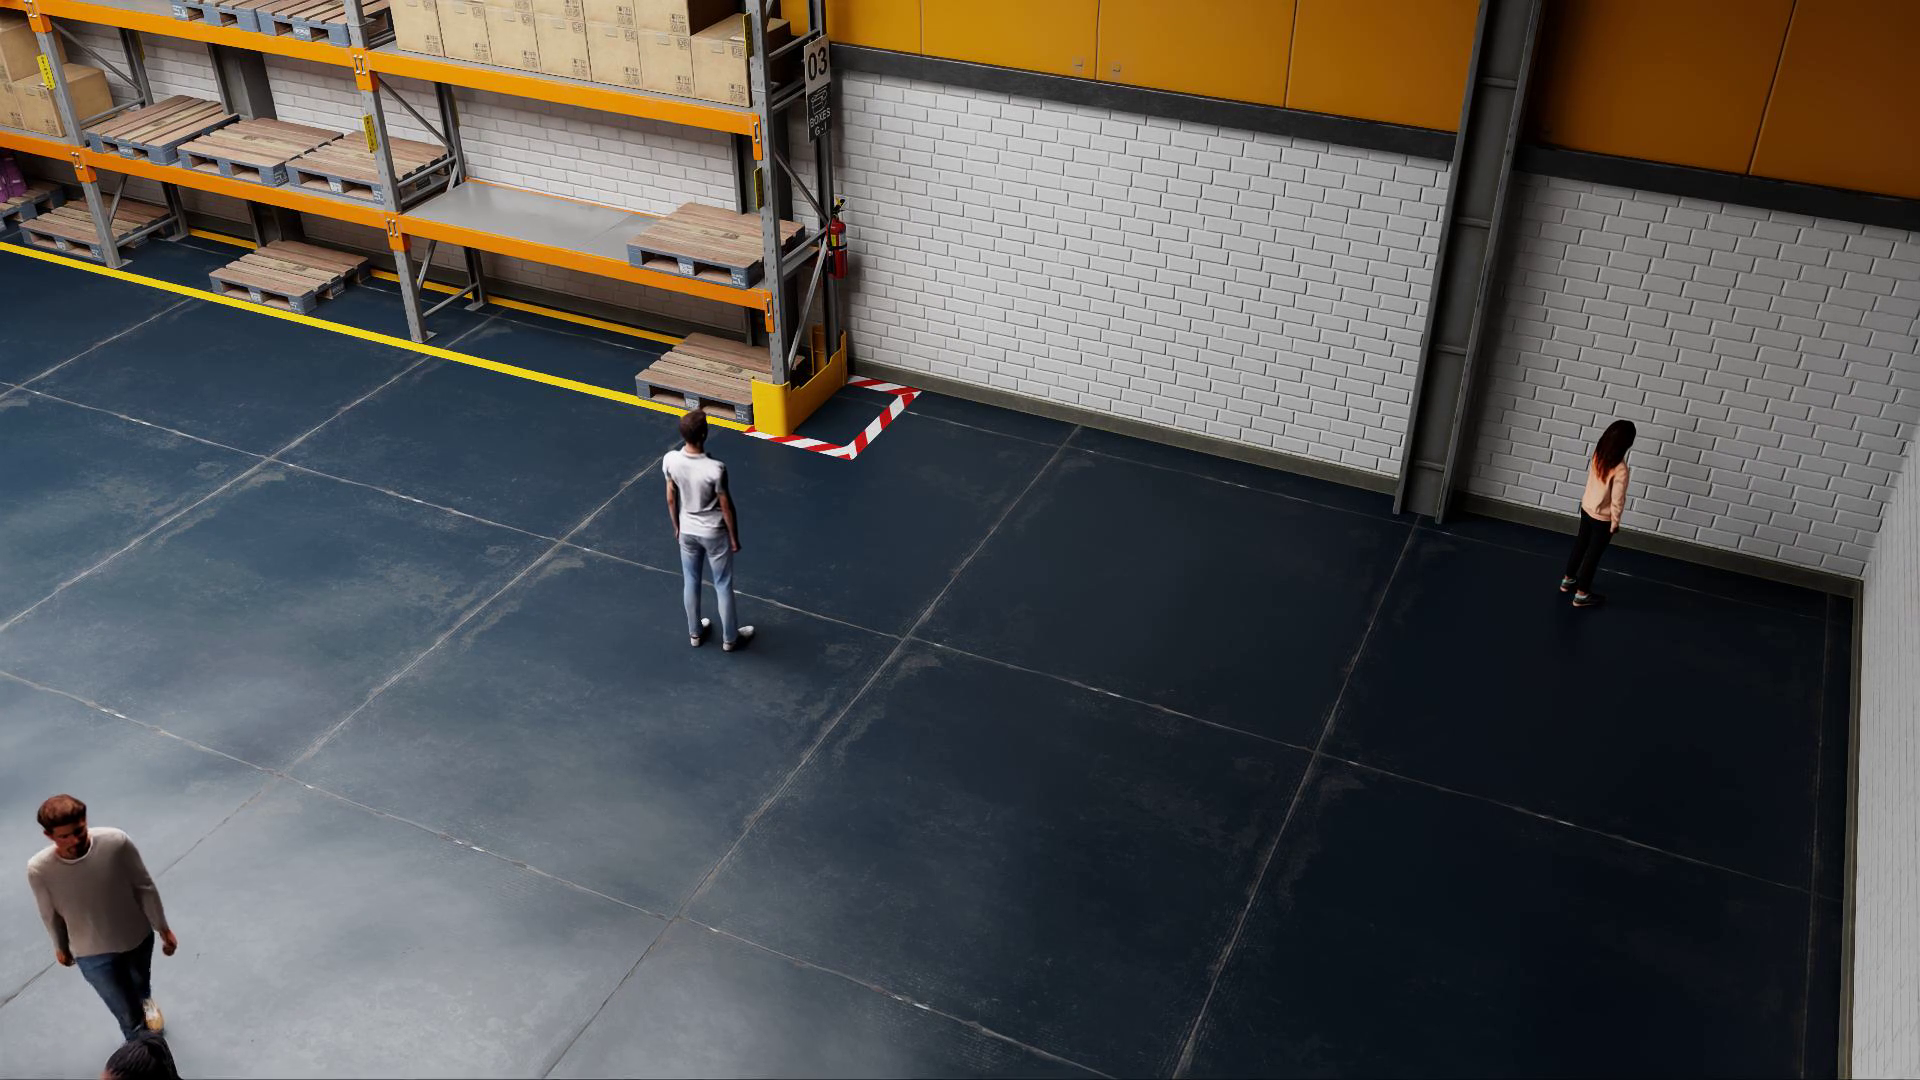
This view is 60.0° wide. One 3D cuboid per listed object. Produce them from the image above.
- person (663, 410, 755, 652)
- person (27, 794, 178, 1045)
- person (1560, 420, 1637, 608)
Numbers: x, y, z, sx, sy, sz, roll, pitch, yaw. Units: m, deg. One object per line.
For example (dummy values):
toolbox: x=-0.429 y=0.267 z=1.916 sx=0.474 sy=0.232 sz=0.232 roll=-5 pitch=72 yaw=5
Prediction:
person: x=-1.754 y=-0.053 z=11.411 sx=0.499 sy=1.851 sz=0.720 roll=11 pitch=35 yaw=16
person: x=-4.287 y=1.957 z=8.392 sx=1.005 sy=1.847 sz=1.306 roll=-24 pitch=41 yaw=-32
person: x=4.607 y=-0.207 z=11.978 sx=0.664 sy=1.481 sz=0.634 roll=-6 pitch=34 yaw=-9
